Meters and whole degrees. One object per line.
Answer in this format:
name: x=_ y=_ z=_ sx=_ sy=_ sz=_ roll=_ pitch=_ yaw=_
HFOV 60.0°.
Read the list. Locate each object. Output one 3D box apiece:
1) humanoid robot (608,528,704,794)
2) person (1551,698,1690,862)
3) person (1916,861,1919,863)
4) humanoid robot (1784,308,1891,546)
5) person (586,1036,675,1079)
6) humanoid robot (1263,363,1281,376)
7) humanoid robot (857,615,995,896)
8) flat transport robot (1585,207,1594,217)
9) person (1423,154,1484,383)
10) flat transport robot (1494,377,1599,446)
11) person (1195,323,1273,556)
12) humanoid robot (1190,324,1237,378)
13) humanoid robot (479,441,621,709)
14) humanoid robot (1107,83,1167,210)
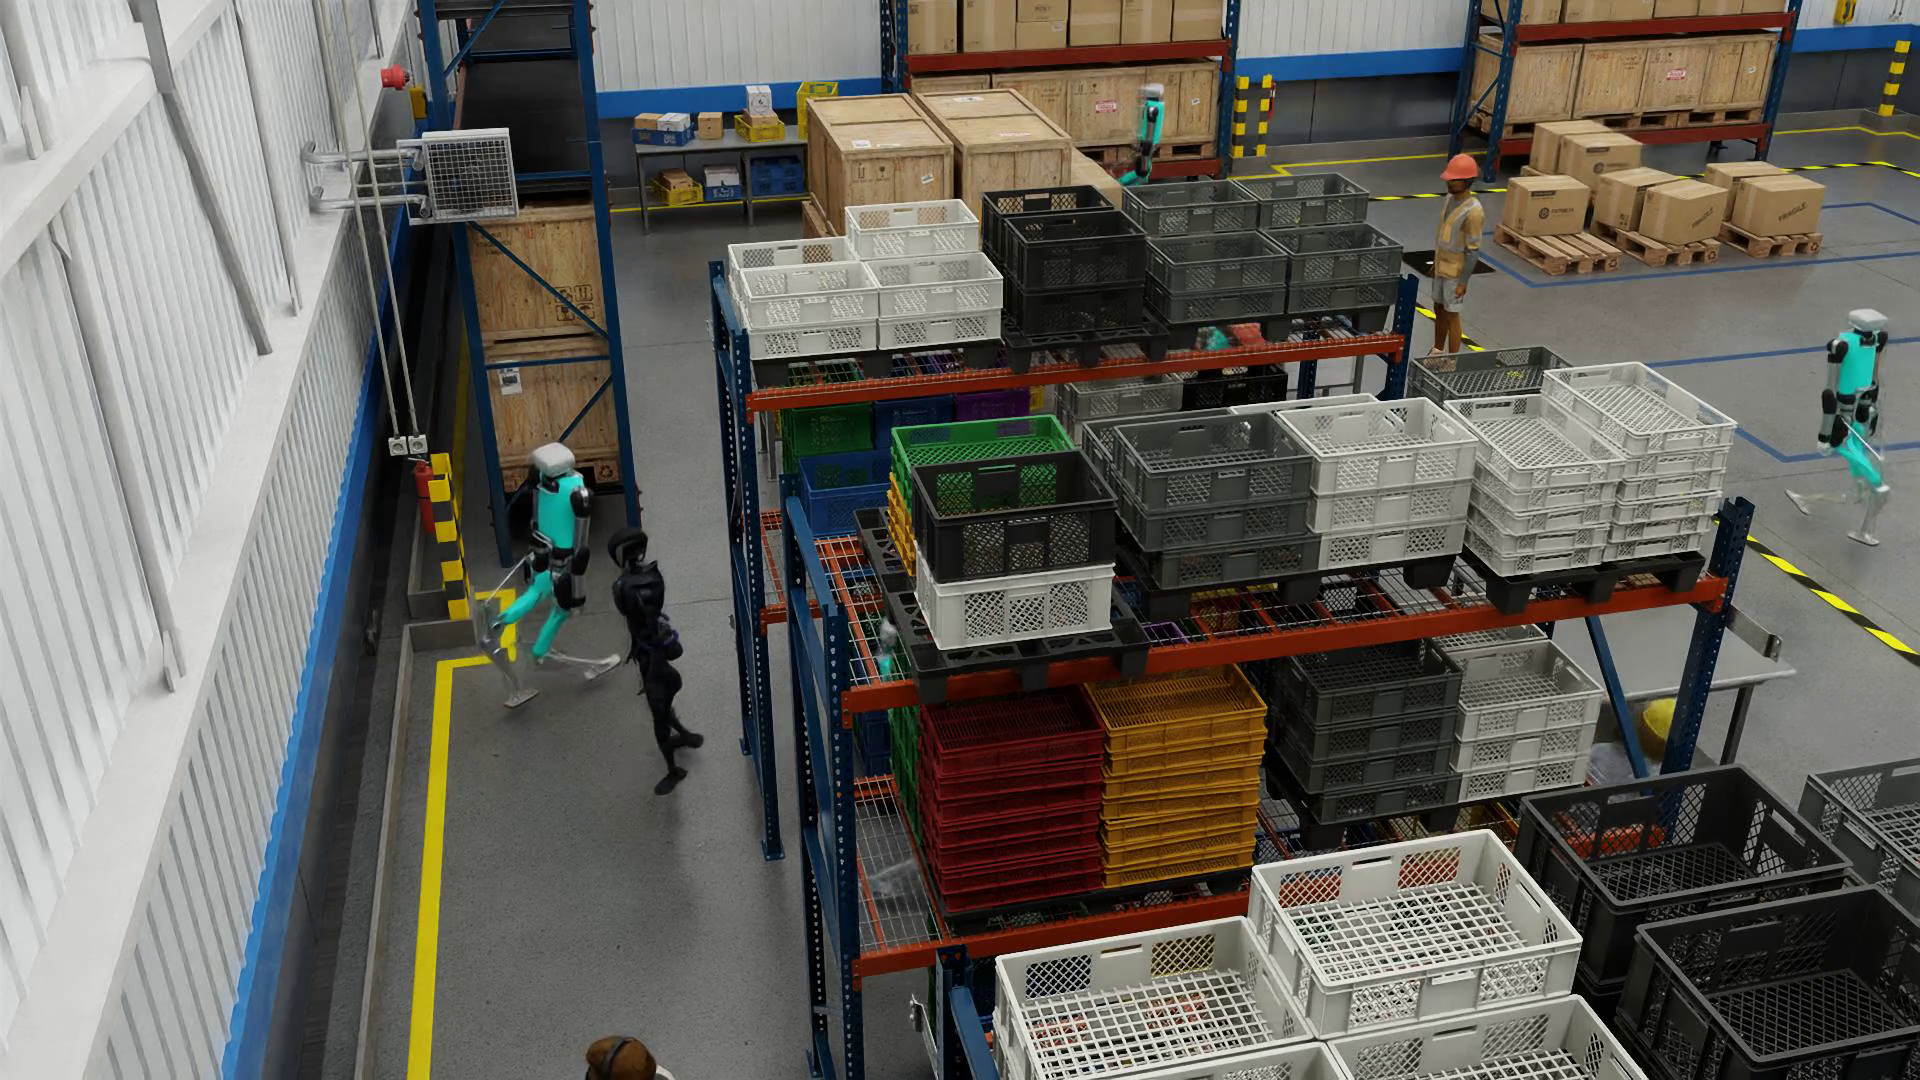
humanoid robot: x=-1.682 y=0.640 z=9.329 sx=0.460 sy=1.645 sz=0.605 roll=-12 pitch=30 yaw=-22
person: x=3.027 y=1.442 z=7.785 sx=0.565 sy=1.691 sz=0.613 roll=17 pitch=32 yaw=28
person: x=3.472 y=2.006 z=6.340 sx=0.375 sy=2.045 sz=0.605 roll=3 pitch=28 yaw=5
humanoid robot: x=6.485 y=-0.752 z=11.904 sx=0.530 sy=1.726 sz=1.040 roll=-14 pitch=31 yaw=-24
person: x=-1.060 y=2.424 z=5.759 sx=0.344 sy=1.842 sz=0.504 roll=-1 pitch=28 yaw=-2
humanoid robot: x=2.046 y=-0.590 z=11.709 sx=0.635 sy=1.651 sz=0.601 roll=0 pitch=28 yaw=0
humanoid robot: x=-0.070 y=1.127 z=8.331 sx=1.046 sy=1.724 sz=0.550 roll=0 pitch=28 yaw=0
flat transport robot: x=7.262 y=-3.960 z=19.530 sx=1.431 sy=0.197 sz=0.652 roll=-6 pitch=28 yaw=-12
person: x=4.311 y=-2.391 z=14.684 sx=0.381 sy=2.039 sz=0.615 roll=-5 pitch=28 yaw=-9
flat transport robot: x=4.780 y=-1.036 z=14.013 sx=0.659 sy=0.231 sz=1.431 roll=-6 pitch=28 yaw=-12
person: x=1.926 y=-0.626 z=11.479 sx=0.806 sy=1.907 sz=0.559 roll=-23 pitch=36 yaw=-37
humanoid robot: x=1.765 y=-1.053 z=12.464 sx=0.915 sy=1.762 sz=0.558 roll=0 pitch=28 yaw=-1
humanoid robot: x=-2.520 y=0.298 z=9.898 sx=0.561 sy=1.733 sz=0.999 roll=24 pitch=36 yaw=37
humanoid robot: x=1.860 y=-4.101 z=18.318 sx=0.755 sy=1.847 sz=0.548 roll=6 pitch=28 yaw=11
